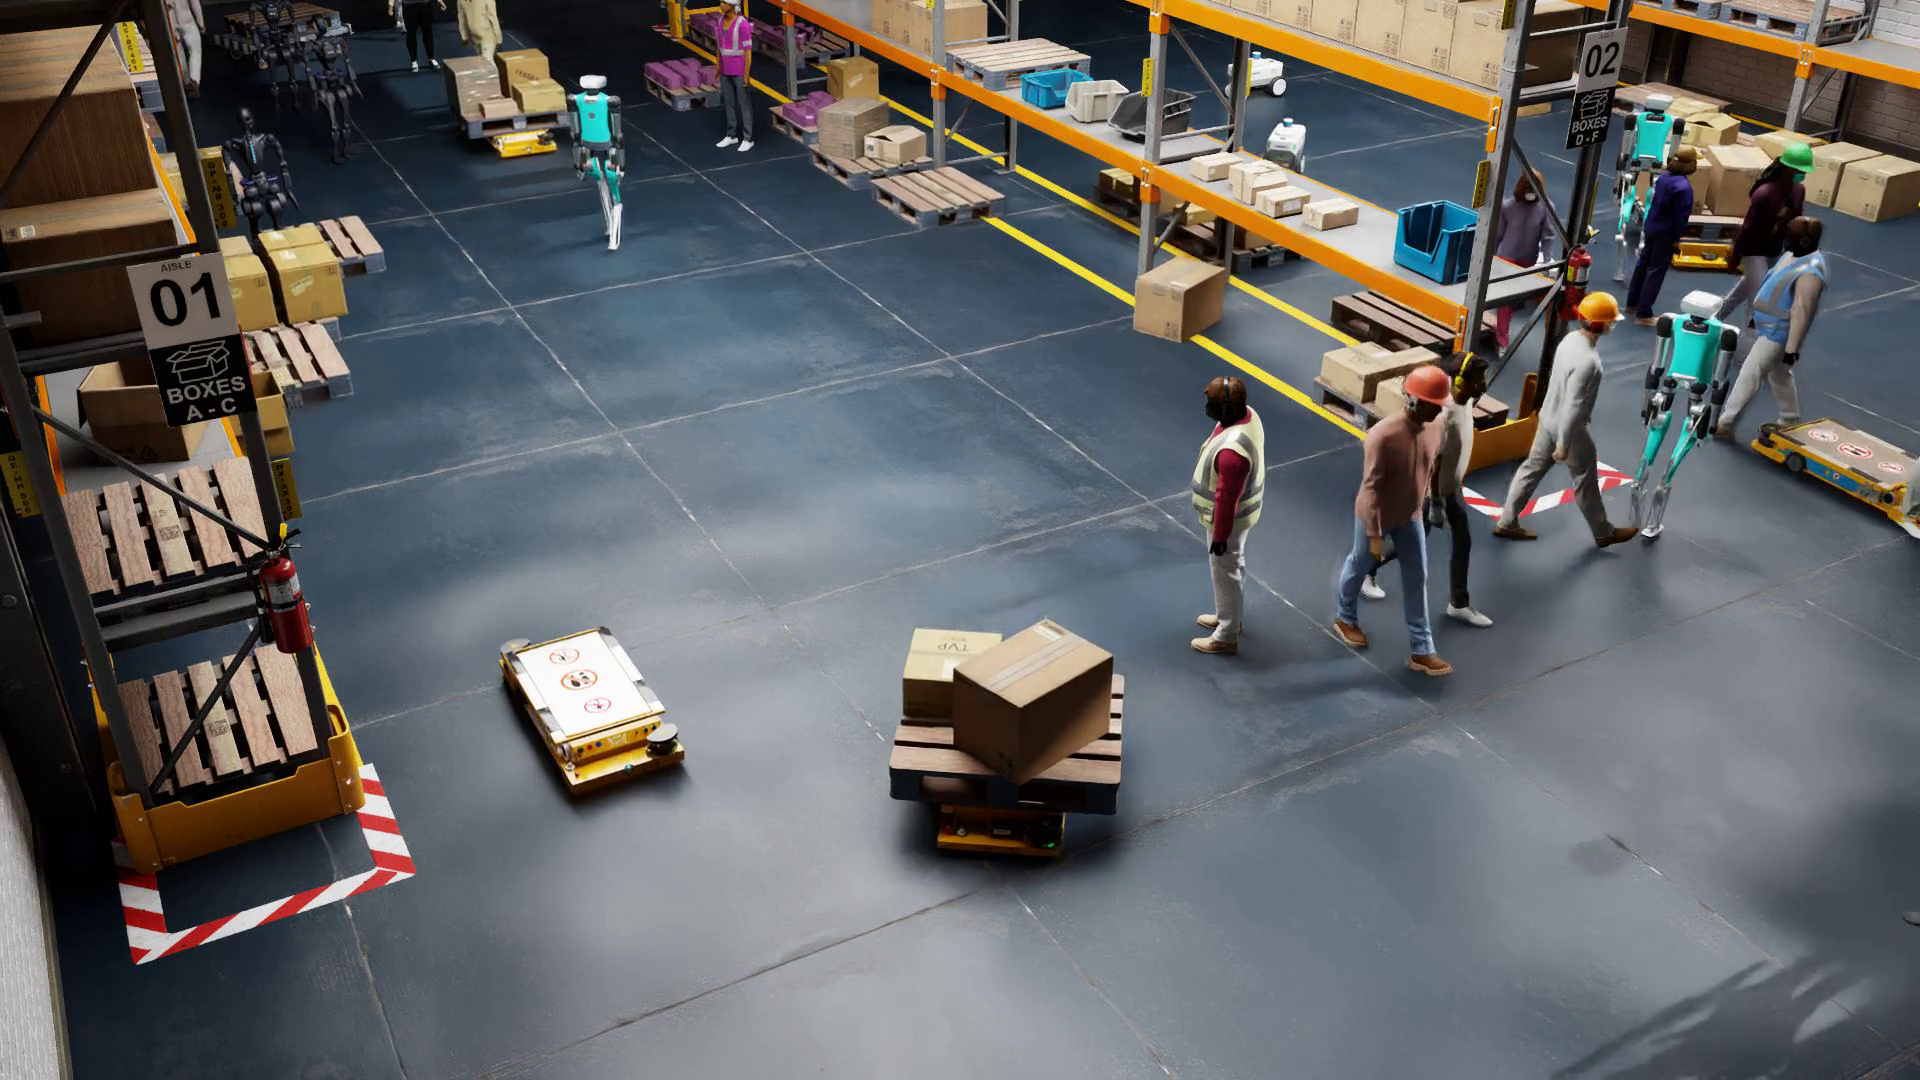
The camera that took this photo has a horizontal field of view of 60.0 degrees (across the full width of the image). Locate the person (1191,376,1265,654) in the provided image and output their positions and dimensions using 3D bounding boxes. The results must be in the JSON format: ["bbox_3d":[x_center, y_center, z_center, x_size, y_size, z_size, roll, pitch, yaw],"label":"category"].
[{"bbox_3d":[1.612,-0.150,10.115,0.430,1.830,0.615,8,31,13],"label":"person"}]

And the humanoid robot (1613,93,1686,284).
[{"bbox_3d":[6.336,-3.186,15.518,0.531,1.808,0.779,13,32,21],"label":"humanoid robot"}]

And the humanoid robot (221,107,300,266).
[{"bbox_3d":[-6.596,-3.268,15.695,0.610,1.636,0.604,-16,33,-25],"label":"humanoid robot"}]

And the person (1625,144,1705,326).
[{"bbox_3d":[6.296,-2.725,14.808,0.378,1.616,0.464,-1,30,-1],"label":"person"}]

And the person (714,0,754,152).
[{"bbox_3d":[-2.638,-5.463,19.335,0.509,1.847,0.338,19,35,30],"label":"person"}]

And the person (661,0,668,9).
[{"bbox_3d":[-4.606,-9.140,25.876,0.605,1.712,0.372,24,38,36],"label":"person"}]

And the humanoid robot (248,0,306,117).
[{"bbox_3d":[-8.455,-6.118,20.633,0.599,1.657,0.315,-16,33,-25],"label":"humanoid robot"}]

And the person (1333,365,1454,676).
[{"bbox_3d":[2.649,-0.096,9.903,0.641,1.940,0.971,-13,32,-22],"label":"person"}]

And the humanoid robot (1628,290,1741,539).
[{"bbox_3d":[4.785,-0.724,11.268,0.558,1.852,0.737,22,37,34],"label":"humanoid robot"}]

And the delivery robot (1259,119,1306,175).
[{"bbox_3d":[3.705,-4.489,18.927,0.499,0.586,0.772,10,31,16],"label":"delivery robot"}]

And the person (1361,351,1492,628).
[{"bbox_3d":[2.979,-0.351,10.451,0.909,1.838,0.517,23,37,34],"label":"person"}]

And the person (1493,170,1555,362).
[{"bbox_3d":[4.788,-2.409,14.281,0.489,1.593,0.829,0,30,0],"label":"person"}]

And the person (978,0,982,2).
[{"bbox_3d":[0.079,-6.801,21.607,0.413,1.908,0.639,-14,33,-23],"label":"person"}]

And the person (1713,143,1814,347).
[{"bbox_3d":[6.780,-2.416,13.989,0.509,1.900,0.970,-13,32,-22],"label":"person"}]

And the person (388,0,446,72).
[{"bbox_3d":[-7.390,-7.280,22.589,0.770,1.753,0.448,-16,33,-25],"label":"person"}]

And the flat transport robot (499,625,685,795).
[{"bbox_3d":[-2.187,0.947,9.760,0.659,0.231,1.431,-16,33,-25],"label":"flat transport robot"}]

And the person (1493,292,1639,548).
[{"bbox_3d":[4.195,-0.787,11.189,0.963,1.843,0.582,1,30,1],"label":"person"}]

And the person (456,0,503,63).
[{"bbox_3d":[-6.041,-6.344,21.009,0.581,1.712,0.619,15,33,24],"label":"person"}]

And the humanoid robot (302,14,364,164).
[{"bbox_3d":[-7.107,-5.133,18.930,0.408,1.656,0.608,26,39,37],"label":"humanoid robot"}]

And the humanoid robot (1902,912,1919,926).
[{"bbox_3d":[4.984,1.196,7.927,0.469,1.643,0.614,4,30,7],"label":"humanoid robot"}]

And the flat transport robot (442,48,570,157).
[{"bbox_3d":[-5.355,-4.888,19.919,0.659,0.231,1.431,-14,33,-23],"label":"flat transport robot"}]

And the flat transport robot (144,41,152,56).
[{"bbox_3d":[-11.208,-6.728,23.122,0.659,0.231,1.431,-15,33,-25],"label":"flat transport robot"}]

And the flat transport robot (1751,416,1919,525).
[{"bbox_3d":[6.690,-0.533,12.338,0.659,0.231,1.431,-14,33,-22],"label":"flat transport robot"}]

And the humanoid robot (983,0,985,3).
[{"bbox_3d":[0.168,-7.996,23.902,0.695,1.852,0.533,19,35,30],"label":"humanoid robot"}]

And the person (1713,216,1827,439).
[{"bbox_3d":[6.210,-1.606,12.660,0.810,1.809,0.640,9,31,16],"label":"person"}]

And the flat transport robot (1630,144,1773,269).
[{"bbox_3d":[7.387,-3.053,16.724,0.659,0.231,1.431,4,30,8],"label":"flat transport robot"}]

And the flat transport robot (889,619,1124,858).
[{"bbox_3d":[0.287,1.226,9.276,0.659,0.231,1.431,3,30,6],"label":"flat transport robot"}]

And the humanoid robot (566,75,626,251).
[{"bbox_3d":[-3.532,-3.765,16.490,0.547,1.763,0.918,2,30,3],"label":"humanoid robot"}]

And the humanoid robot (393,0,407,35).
[{"bbox_3d":[-8.237,-8.294,24.398,0.589,1.739,1.026,-8,31,-13],"label":"humanoid robot"}]

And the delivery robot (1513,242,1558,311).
[{"bbox_3d":[5.313,-2.472,15.407,0.499,0.575,0.754,-2,30,-4],"label":"delivery robot"}]

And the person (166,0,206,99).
[{"bbox_3d":[-9.982,-6.576,21.205,0.636,1.919,0.798,-7,31,-11],"label":"person"}]

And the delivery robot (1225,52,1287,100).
[{"bbox_3d":[3.834,-6.046,21.620,0.739,0.566,0.499,-16,33,-25],"label":"delivery robot"}]

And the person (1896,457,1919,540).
[{"bbox_3d":[6.875,-0.911,11.340,0.592,1.917,0.379,-16,33,-25],"label":"person"}]
